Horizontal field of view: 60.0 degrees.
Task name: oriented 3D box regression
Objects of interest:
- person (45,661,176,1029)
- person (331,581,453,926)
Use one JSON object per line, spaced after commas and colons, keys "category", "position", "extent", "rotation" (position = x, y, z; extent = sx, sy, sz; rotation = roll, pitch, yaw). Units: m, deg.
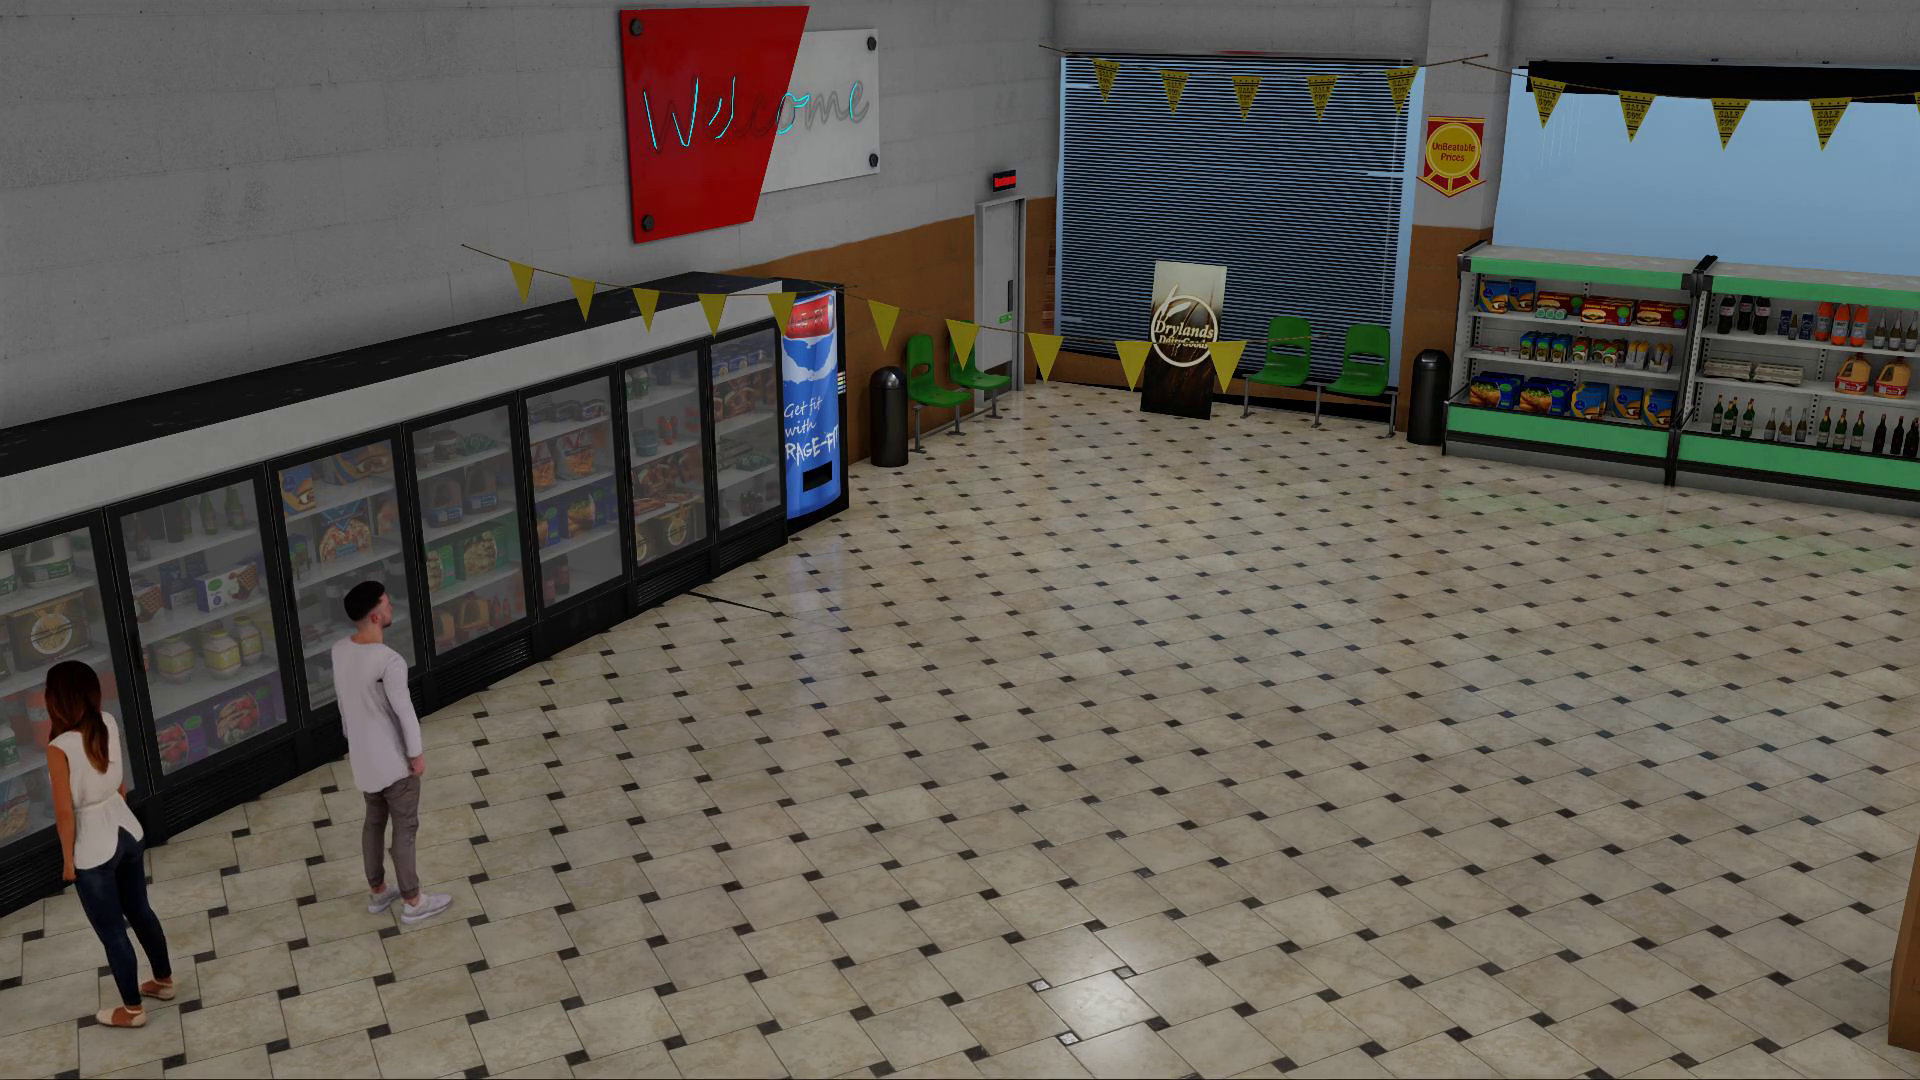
{"category": "person", "position": [-3.909, 1.397, 7.647], "extent": [0.614, 1.779, 0.635], "rotation": [4, 19, 11]}
{"category": "person", "position": [-2.953, 1.074, 8.513], "extent": [0.461, 1.839, 0.722], "rotation": [11, 21, 29]}
